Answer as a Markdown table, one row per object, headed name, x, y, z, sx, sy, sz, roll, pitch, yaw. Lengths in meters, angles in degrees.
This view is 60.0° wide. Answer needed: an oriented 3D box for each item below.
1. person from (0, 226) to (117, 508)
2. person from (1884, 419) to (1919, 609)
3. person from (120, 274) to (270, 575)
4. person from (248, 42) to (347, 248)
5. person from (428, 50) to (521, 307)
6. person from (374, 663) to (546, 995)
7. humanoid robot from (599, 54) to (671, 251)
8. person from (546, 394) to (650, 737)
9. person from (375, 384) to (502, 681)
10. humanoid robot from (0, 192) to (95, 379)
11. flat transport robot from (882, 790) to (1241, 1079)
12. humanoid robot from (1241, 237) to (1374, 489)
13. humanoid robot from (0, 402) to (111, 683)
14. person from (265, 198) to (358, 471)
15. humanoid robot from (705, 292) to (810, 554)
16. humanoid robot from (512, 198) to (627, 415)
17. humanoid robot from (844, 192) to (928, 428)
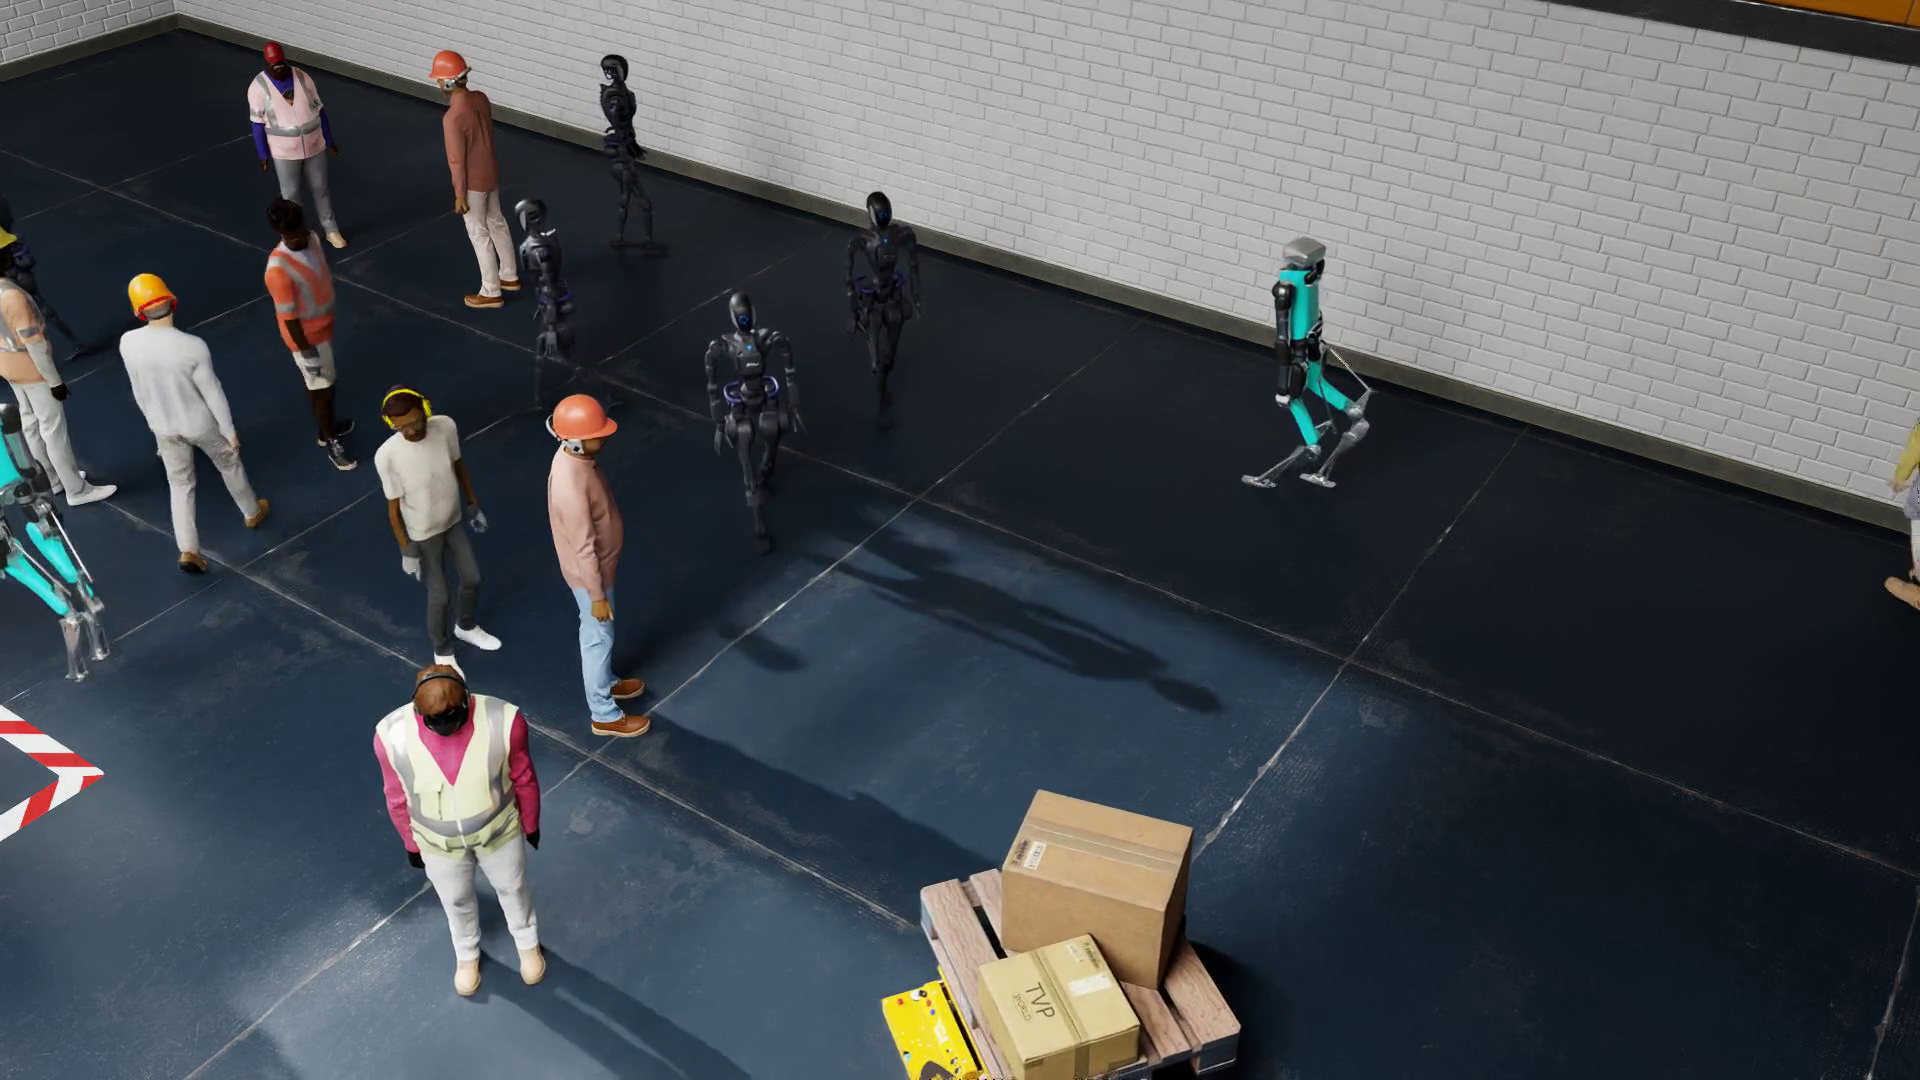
| name | x | y | z | sx | sy | sz | roll | pitch | yaw |
| --- | --- | --- | --- | --- | --- | --- | --- | --- | --- |
| person | -5.805 | -1.091 | 10.375 | 0.585 | 1.930 | 0.361 | 22 | 40 | 28 |
| person | 5.615 | -0.401 | 9.473 | 0.568 | 1.830 | 0.411 | -8 | 36 | -12 |
| person | -4.607 | -0.698 | 9.881 | 0.574 | 1.855 | 0.880 | -3 | 35 | -5 |
| person | -5.375 | -3.174 | 13.504 | 0.628 | 1.751 | 0.420 | -24 | 41 | -30 |
| person | -3.717 | -2.754 | 12.705 | 0.400 | 1.985 | 0.616 | 7 | 36 | 10 |
| person | -2.098 | 1.242 | 7.136 | 0.616 | 1.830 | 0.430 | -7 | 36 | -10 |
| humanoid robot | -2.682 | -3.147 | 13.541 | 0.536 | 1.645 | 0.584 | -2 | 35 | -3 |
| person | -1.871 | 0.127 | 8.578 | 0.395 | 1.991 | 0.621 | -7 | 36 | -10 |
| person | -2.820 | -0.070 | 8.988 | 0.378 | 1.840 | 0.557 | 22 | 41 | 28 |
| humanoid robot | -6.788 | -1.931 | 11.825 | 0.787 | 1.622 | 0.609 | -22 | 40 | -28 |
| flat transport robot | 0.434 | 2.063 | 7.315 | 1.431 | 0.231 | 0.659 | -12 | 37 | -16 |
| humanoid robot | 2.253 | -0.999 | 10.421 | 0.895 | 1.771 | 0.550 | 21 | 40 | 28 |
| humanoid robot | -4.945 | 0.040 | 8.947 | 0.742 | 1.799 | 0.534 | 18 | 39 | 23 |
| person | -4.198 | -1.382 | 10.800 | 0.410 | 1.928 | 0.746 | 0 | 35 | 0 |
| humanoid robot | -1.232 | -0.782 | 10.207 | 0.605 | 1.634 | 0.795 | -9 | 36 | -13 |
| humanoid robot | -2.754 | -1.555 | 11.316 | 0.780 | 1.634 | 0.598 | -13 | 37 | -17 |
| humanoid robot | -0.489 | -1.586 | 11.319 | 0.589 | 1.636 | 0.641 | -16 | 38 | -21 |
